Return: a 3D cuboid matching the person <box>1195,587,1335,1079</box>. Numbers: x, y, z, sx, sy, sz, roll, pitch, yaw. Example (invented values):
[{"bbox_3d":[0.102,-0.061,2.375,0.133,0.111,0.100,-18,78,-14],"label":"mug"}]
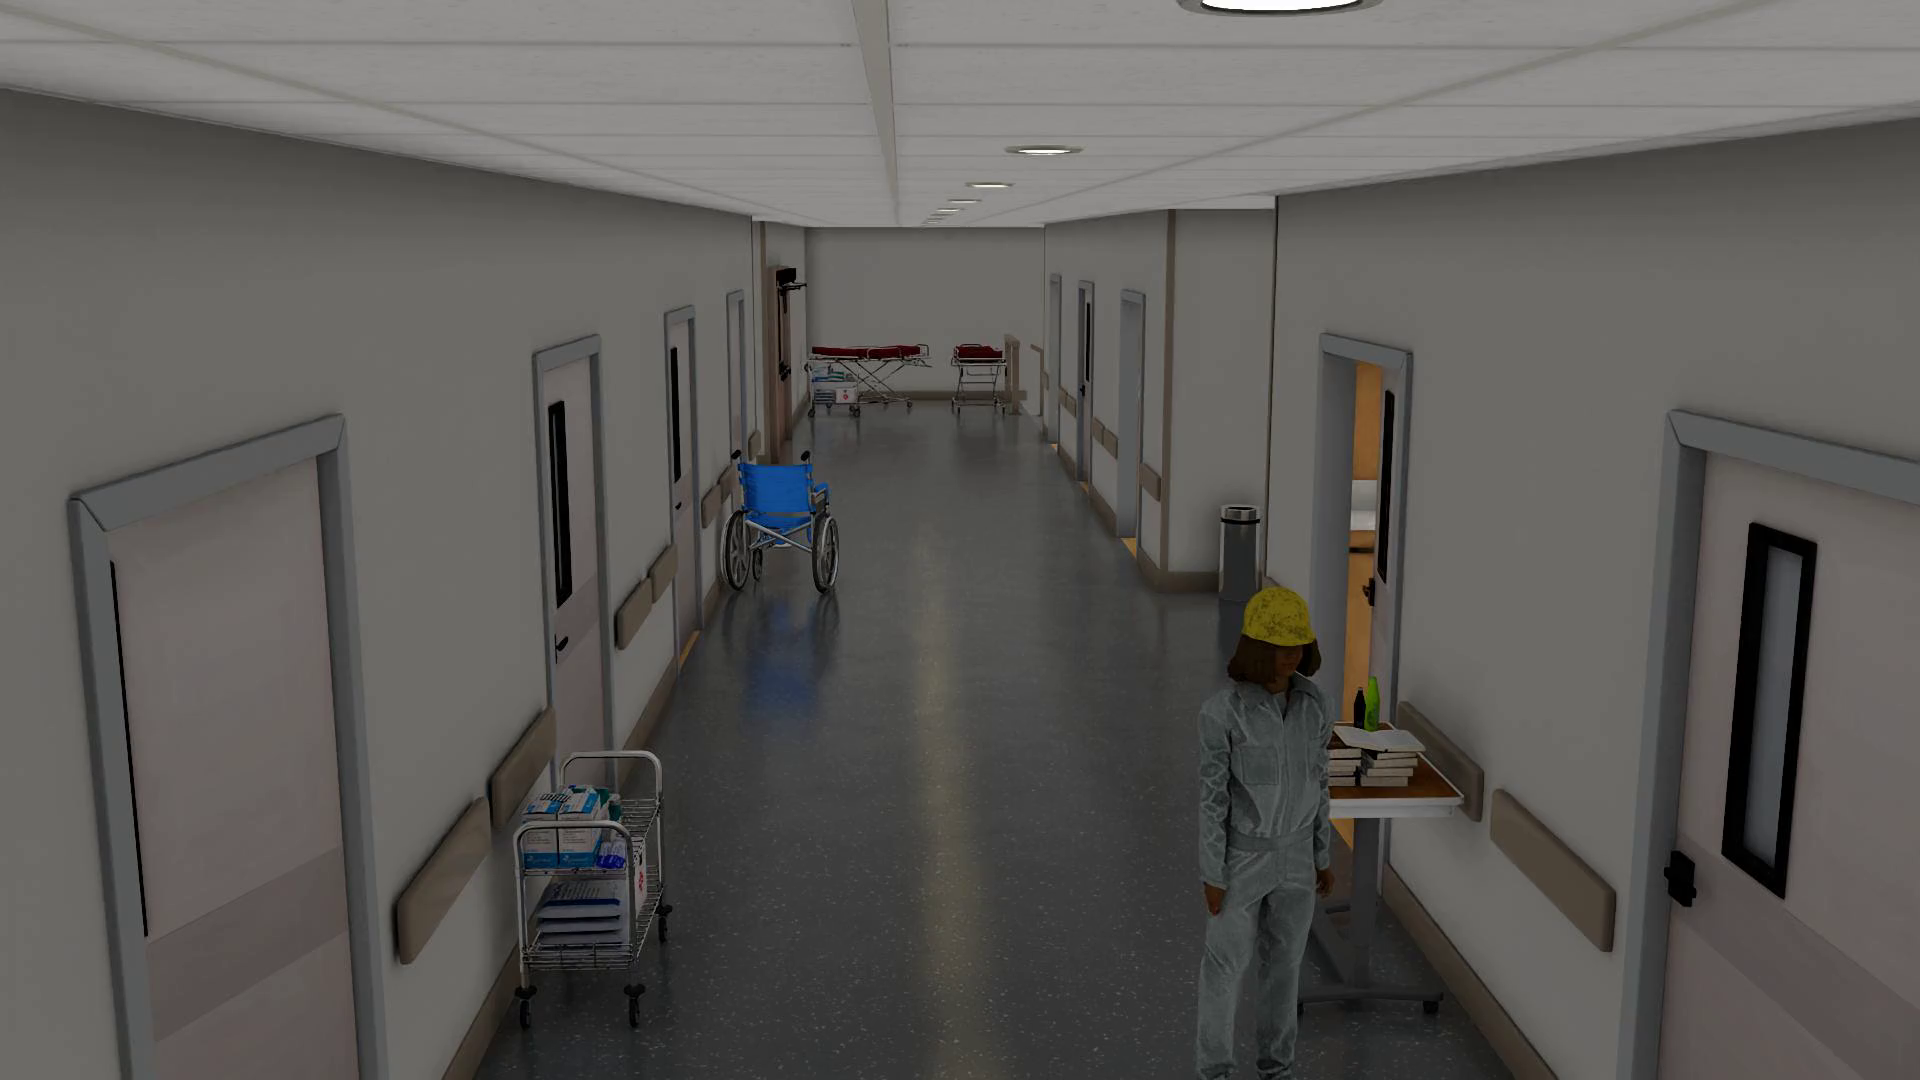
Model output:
[{"bbox_3d":[0.955,0.997,5.133,0.487,1.744,0.297,-5,11,-26],"label":"person"}]
